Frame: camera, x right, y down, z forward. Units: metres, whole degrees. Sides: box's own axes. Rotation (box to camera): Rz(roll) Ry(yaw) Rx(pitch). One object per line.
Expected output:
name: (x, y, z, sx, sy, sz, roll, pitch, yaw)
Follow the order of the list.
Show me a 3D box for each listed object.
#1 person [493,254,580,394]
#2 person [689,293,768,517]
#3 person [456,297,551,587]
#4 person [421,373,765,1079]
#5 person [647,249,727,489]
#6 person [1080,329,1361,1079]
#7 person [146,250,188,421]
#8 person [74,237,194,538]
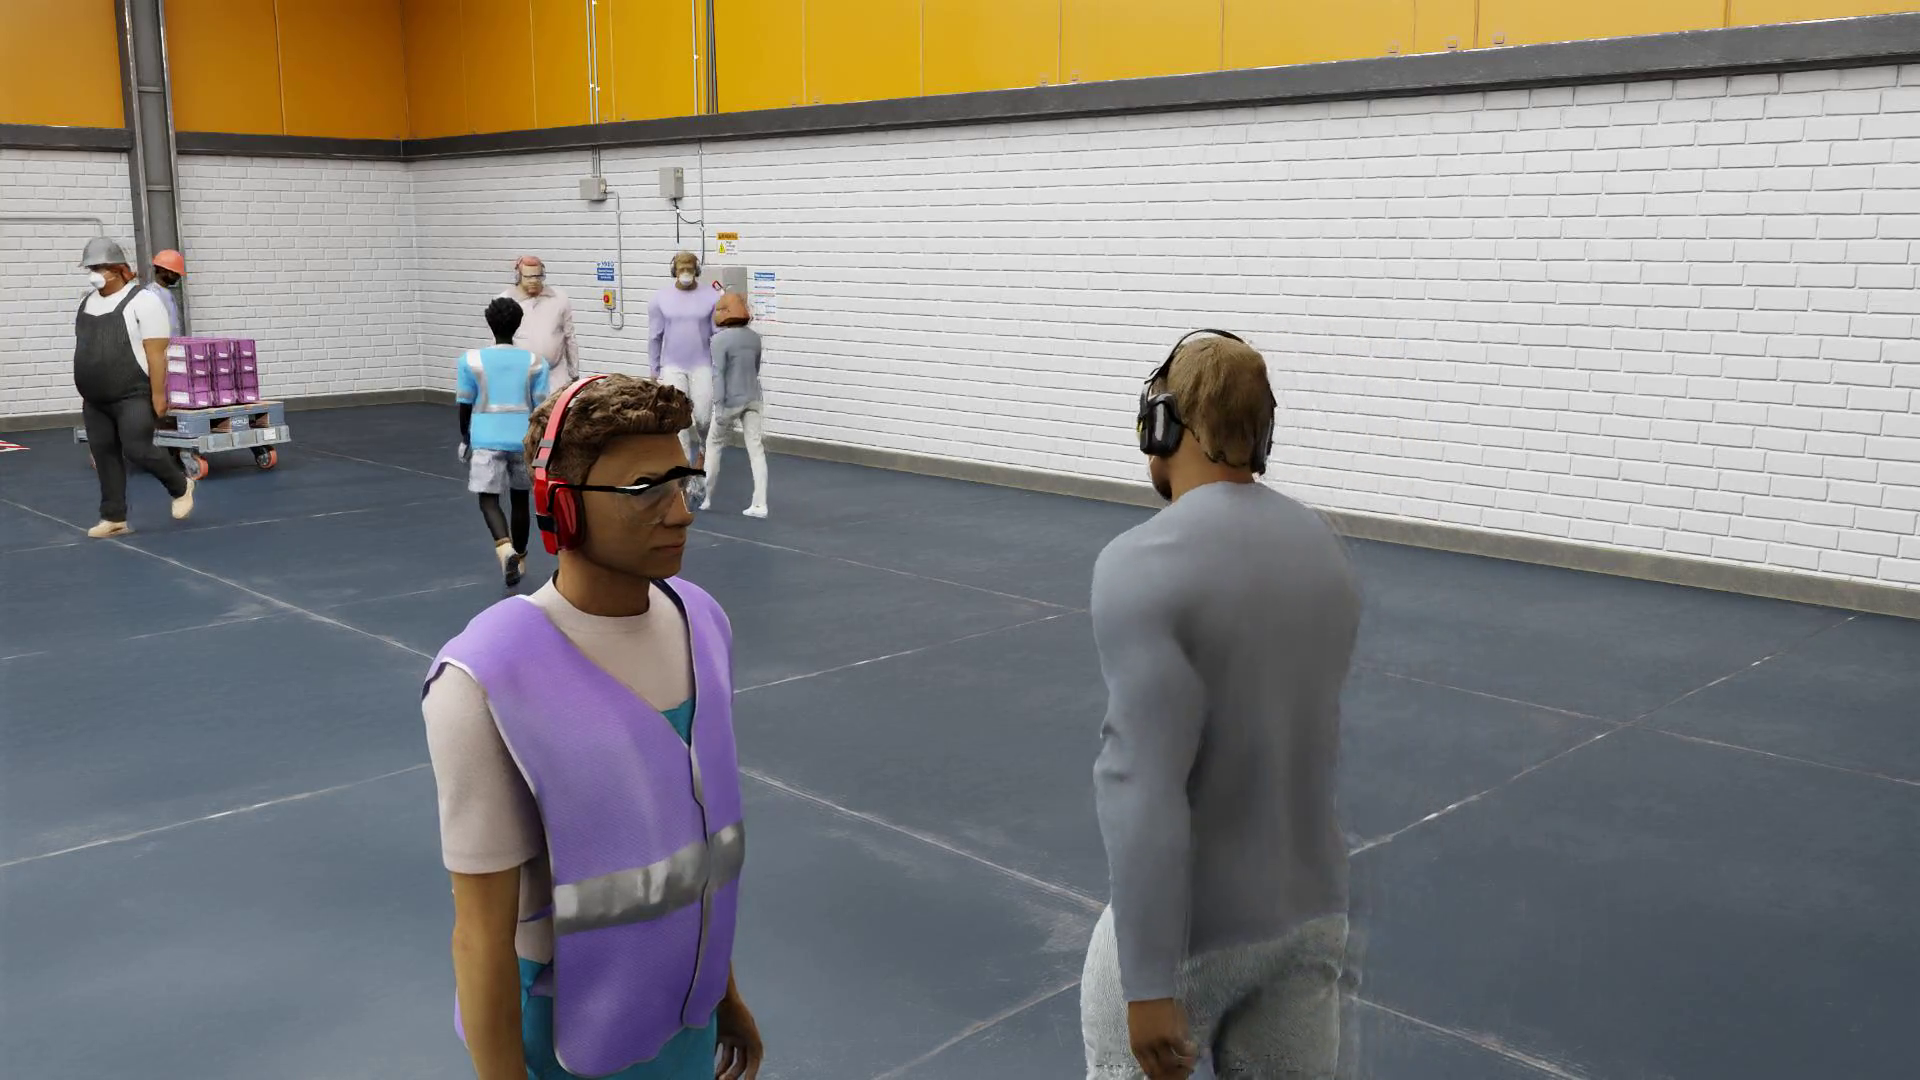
person: (-3.306, -1.290, 13.032, 0.677, 1.876, 0.474, -5, 11, -24)
person: (-1.678, -0.976, 12.055, 0.824, 1.600, 0.516, 9, 14, 41)
person: (-2.597, -0.555, 9.559, 0.529, 1.674, 0.719, -5, 11, -24)
person: (-0.482, 0.692, 2.300, 0.390, 1.847, 0.563, 4, 11, 22)
person: (-2.190, -1.384, 13.428, 0.643, 1.921, 0.559, -1, 10, -5)
person: (0.427, 0.609, 2.701, 0.655, 1.879, 0.882, -8, 13, -37)
person: (-7.483, -1.755, 15.521, 0.624, 1.891, 0.562, -2, 11, -12)
person: (-5.650, -1.048, 11.258, 0.691, 2.000, 0.704, 3, 11, 16)
